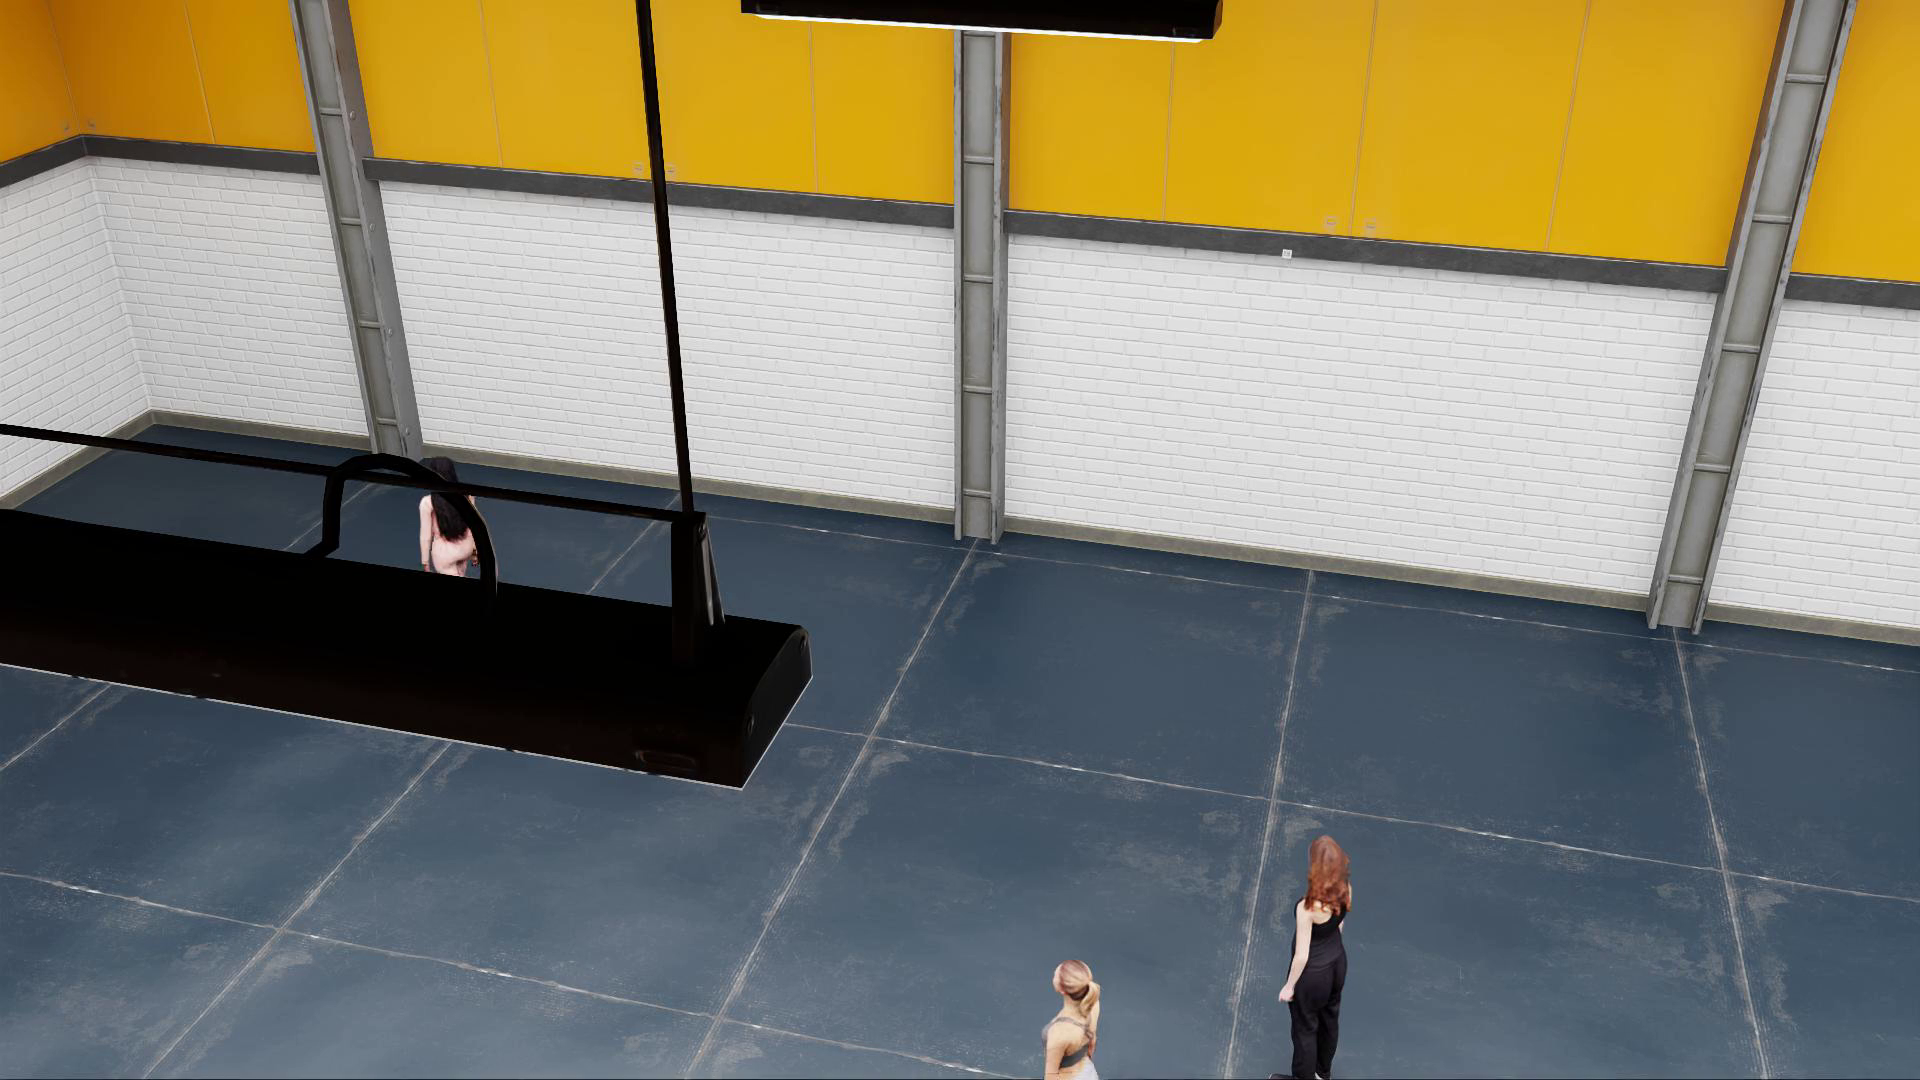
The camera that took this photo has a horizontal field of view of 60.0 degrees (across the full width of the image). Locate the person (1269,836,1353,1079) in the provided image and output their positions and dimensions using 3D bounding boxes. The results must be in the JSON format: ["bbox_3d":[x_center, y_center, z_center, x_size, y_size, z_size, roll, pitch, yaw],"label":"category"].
[{"bbox_3d":[1.964,2.348,9.084,0.668,1.742,0.693,-22,36,-35],"label":"person"}]

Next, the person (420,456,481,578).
[{"bbox_3d":[-3.955,0.167,13.136,1.211,1.690,0.979,23,36,36],"label":"person"}]

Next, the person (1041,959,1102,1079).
[{"bbox_3d":[0.607,2.808,8.292,0.850,1.694,0.730,20,35,33],"label":"person"}]
